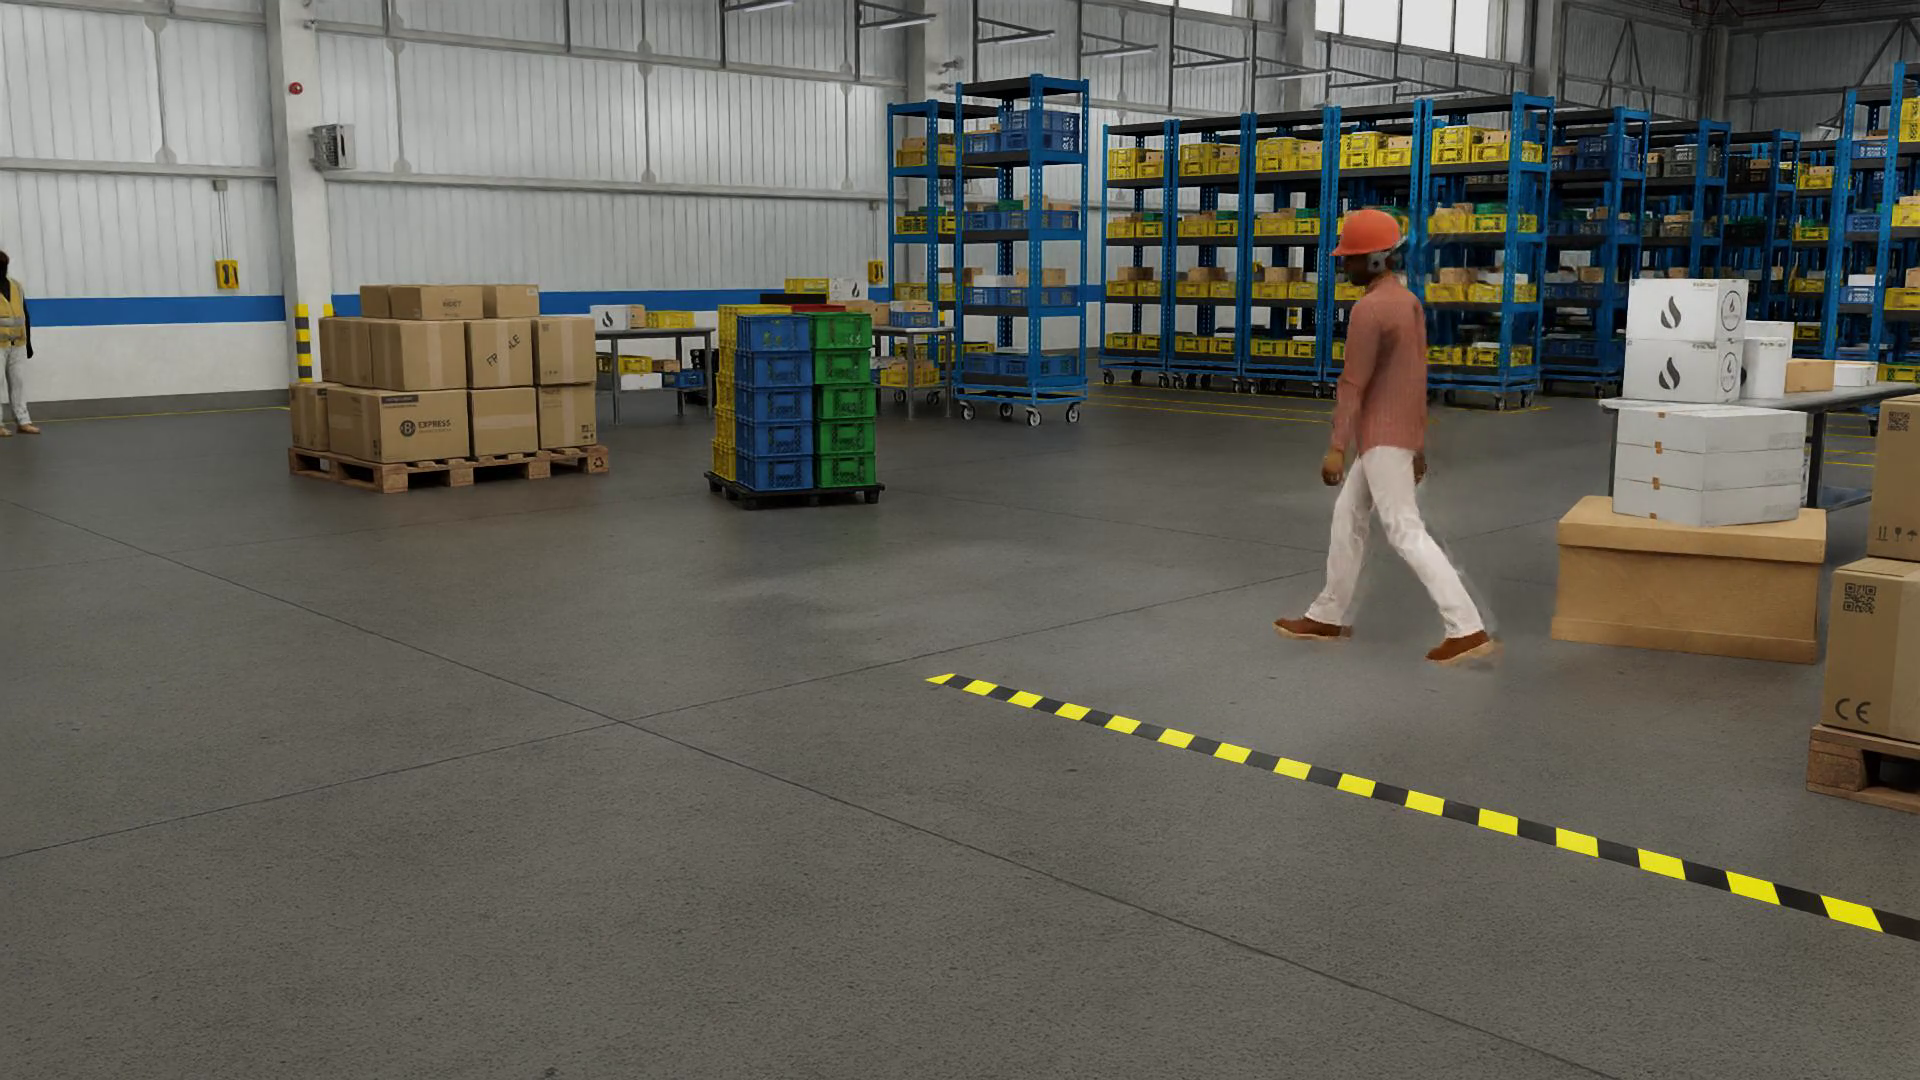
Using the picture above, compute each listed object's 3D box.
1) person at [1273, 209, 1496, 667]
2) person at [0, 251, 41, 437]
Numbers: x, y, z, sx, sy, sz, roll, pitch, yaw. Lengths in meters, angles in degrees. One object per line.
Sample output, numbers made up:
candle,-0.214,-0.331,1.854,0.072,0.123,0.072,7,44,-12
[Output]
person,1.866,-0.435,7.100,1.013,1.942,0.606,5,11,30
person,-9.431,-1.927,16.372,0.429,1.831,0.633,4,10,22
